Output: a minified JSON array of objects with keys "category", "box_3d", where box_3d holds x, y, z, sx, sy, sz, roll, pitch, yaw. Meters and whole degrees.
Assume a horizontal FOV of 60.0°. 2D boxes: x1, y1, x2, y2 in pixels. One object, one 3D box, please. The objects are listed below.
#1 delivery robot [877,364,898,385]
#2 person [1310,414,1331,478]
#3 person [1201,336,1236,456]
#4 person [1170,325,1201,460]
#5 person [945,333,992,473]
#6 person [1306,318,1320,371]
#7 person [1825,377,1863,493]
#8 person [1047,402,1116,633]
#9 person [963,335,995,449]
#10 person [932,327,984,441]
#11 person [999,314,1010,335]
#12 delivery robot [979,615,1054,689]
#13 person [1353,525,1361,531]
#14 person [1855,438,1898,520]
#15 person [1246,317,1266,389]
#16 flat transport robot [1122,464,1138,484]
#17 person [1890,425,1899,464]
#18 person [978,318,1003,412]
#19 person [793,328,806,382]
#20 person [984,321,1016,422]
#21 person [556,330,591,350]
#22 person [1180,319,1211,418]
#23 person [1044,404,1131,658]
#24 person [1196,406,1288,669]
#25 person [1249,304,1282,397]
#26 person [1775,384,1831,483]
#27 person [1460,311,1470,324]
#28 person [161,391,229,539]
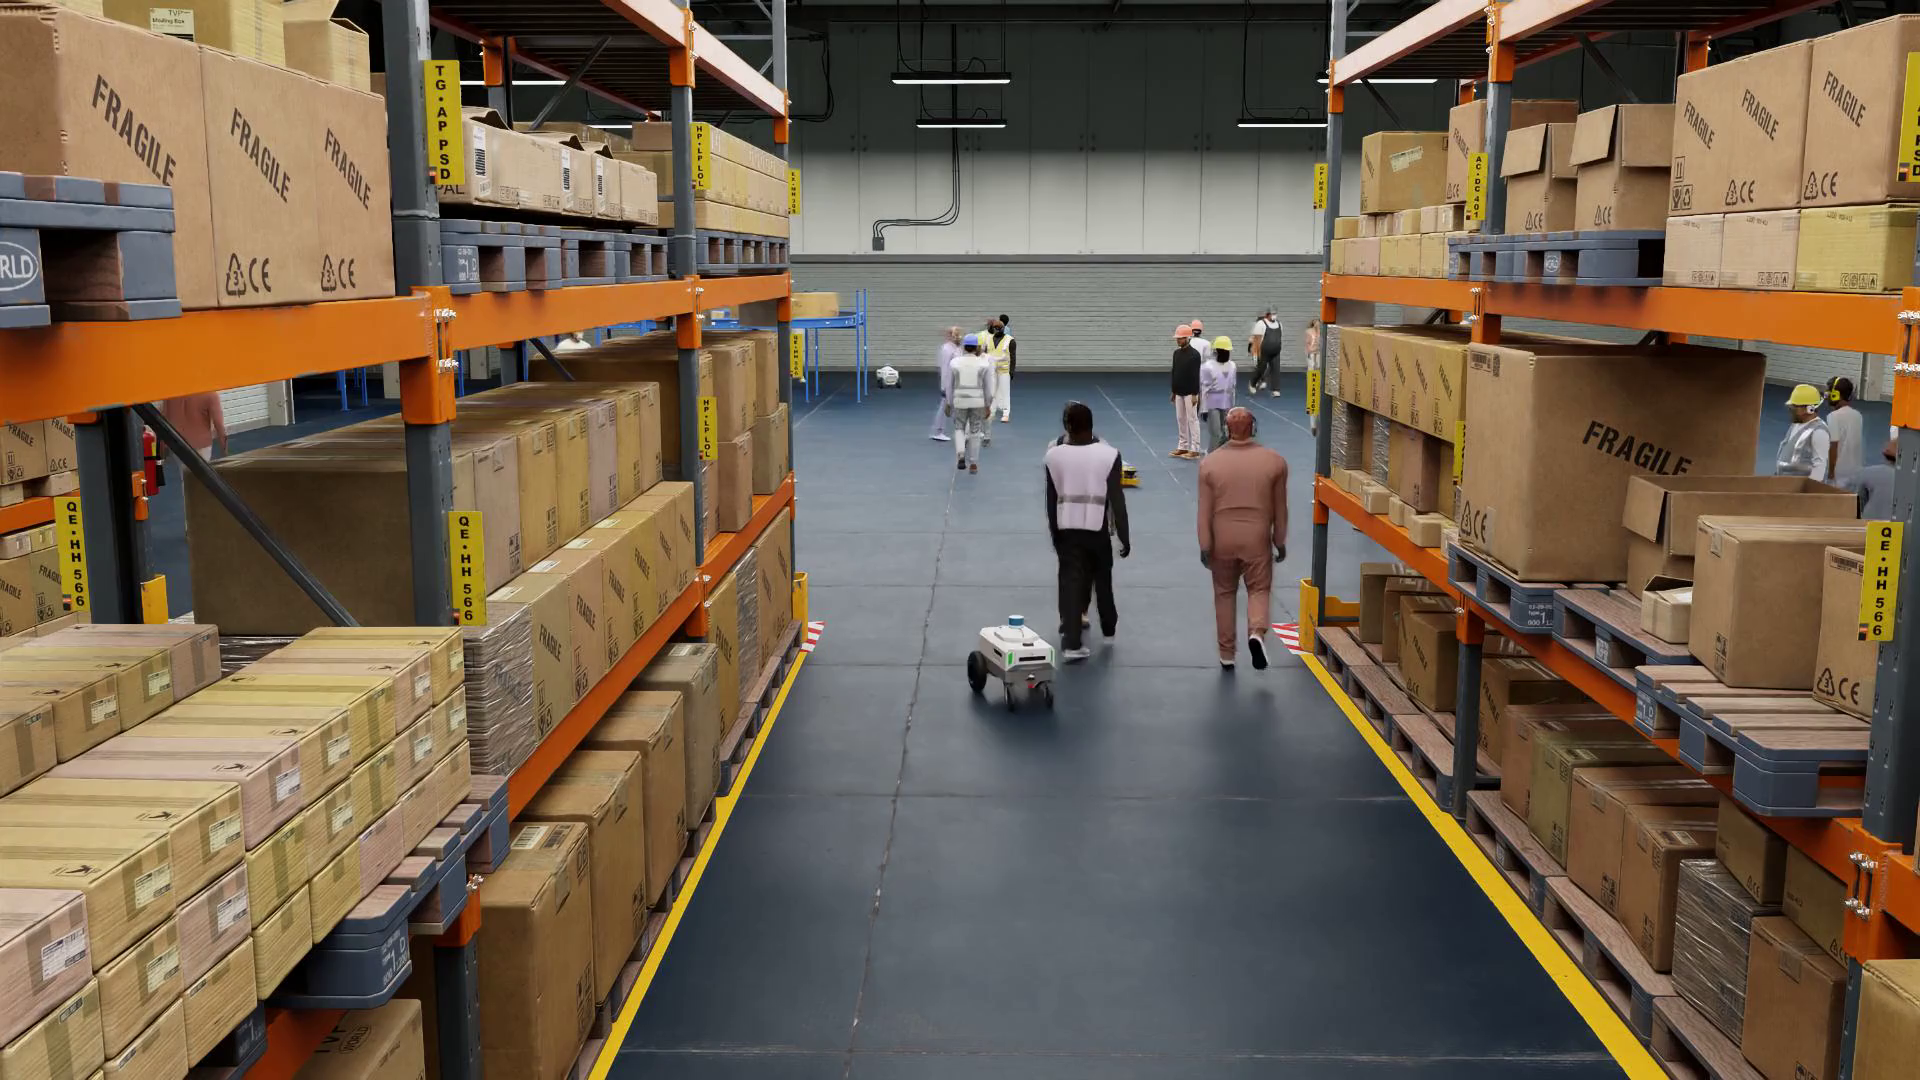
[{"category":"delivery robot","box_3d":[-1.687,-3.854,38.719,0.477,0.478,0.707,-3,10,-19]},{"category":"person","box_3d":[4.643,-1.510,20.806,0.546,1.908,0.881,1,10,7]},{"category":"person","box_3d":[3.525,-1.852,22.816,0.593,1.910,0.540,-6,11,-30]},{"category":"person","box_3d":[3.335,-2.201,24.713,0.416,1.985,0.613,-5,11,-26]},{"category":"person","box_3d":[0.121,-1.888,23.006,0.667,1.923,0.503,0,9,2]},{"category":"person","box_3d":[8.184,-4.316,38.435,0.515,1.623,0.363,-7,12,-35]},{"category":"person","box_3d":[8.147,-0.585,15.441,0.600,1.840,0.529,-6,11,-32]},{"category":"person","box_3d":[0.946,-0.170,13.036,0.545,1.807,0.858,1,9,4]},{"category":"person","box_3d":[0.261,-2.329,26.100,0.599,1.774,0.957,4,10,20]},{"category":"person","box_3d":[-0.022,-2.517,26.951,0.981,1.854,0.657,2,10,12]},{"category":"person","box_3d":[1.028,-4.392,38.681,0.316,1.695,0.541,2,10,11]},{"category":"delivery robot","box_3d":[0.376,0.748,11.140,0.477,0.478,0.707,-3,9,-16]},{"category":"person","box_3d":[4.443,-1.035,17.963,0.670,1.894,0.432,-6,11,-30]},{"category":"person","box_3d":[7.141,-0.029,12.895,0.830,1.577,0.605,-8,12,-40]},{"category":"person","box_3d":[6.914,-4.317,38.381,0.536,1.648,0.889,-4,10,-23]},{"category":"flat transport robot","box_3d":[1.933,-0.927,22.318,0.652,0.197,1.431,-1,9,-5]},{"category":"person","box_3d":[8.547,-0.498,14.772,0.586,1.903,0.758,7,11,34]},{"category":"person","box_3d":[0.639,-3.379,32.239,0.644,1.813,0.759,-3,10,-16]},{"category":"person","box_3d":[-3.921,-4.657,40.480,0.492,1.622,0.510,5,11,27]},{"category":"person","box_3d":[0.705,-3.089,30.442,0.634,1.842,0.429,4,10,25]},{"category":"person","box_3d":[-6.262,-2.587,27.183,0.471,1.922,0.650,9,13,42]},{"category":"person","box_3d":[4.146,-2.946,29.422,0.555,1.910,0.885,0,9,3]},{"category":"person","box_3d":[0.967,-0.078,12.384,0.674,1.852,0.934,3,10,19]},{"category":"person","box_3d":[1.987,0.007,11.745,0.654,1.889,0.595,1,10,8]},{"category":"person","box_3d":[6.707,-4.143,36.286,0.694,2.000,0.870,-3,10,-19]},{"category":"person","box_3d":[7.468,-0.471,14.794,0.403,1.829,0.619,1,10,5]},{"category":"person","box_3d":[10.994,-4.216,36.774,0.632,1.980,1.062,7,12,38]},{"category":"person","box_3d":[-8.092,-1.024,17.740,0.636,1.951,0.934,1,9,4]}]
